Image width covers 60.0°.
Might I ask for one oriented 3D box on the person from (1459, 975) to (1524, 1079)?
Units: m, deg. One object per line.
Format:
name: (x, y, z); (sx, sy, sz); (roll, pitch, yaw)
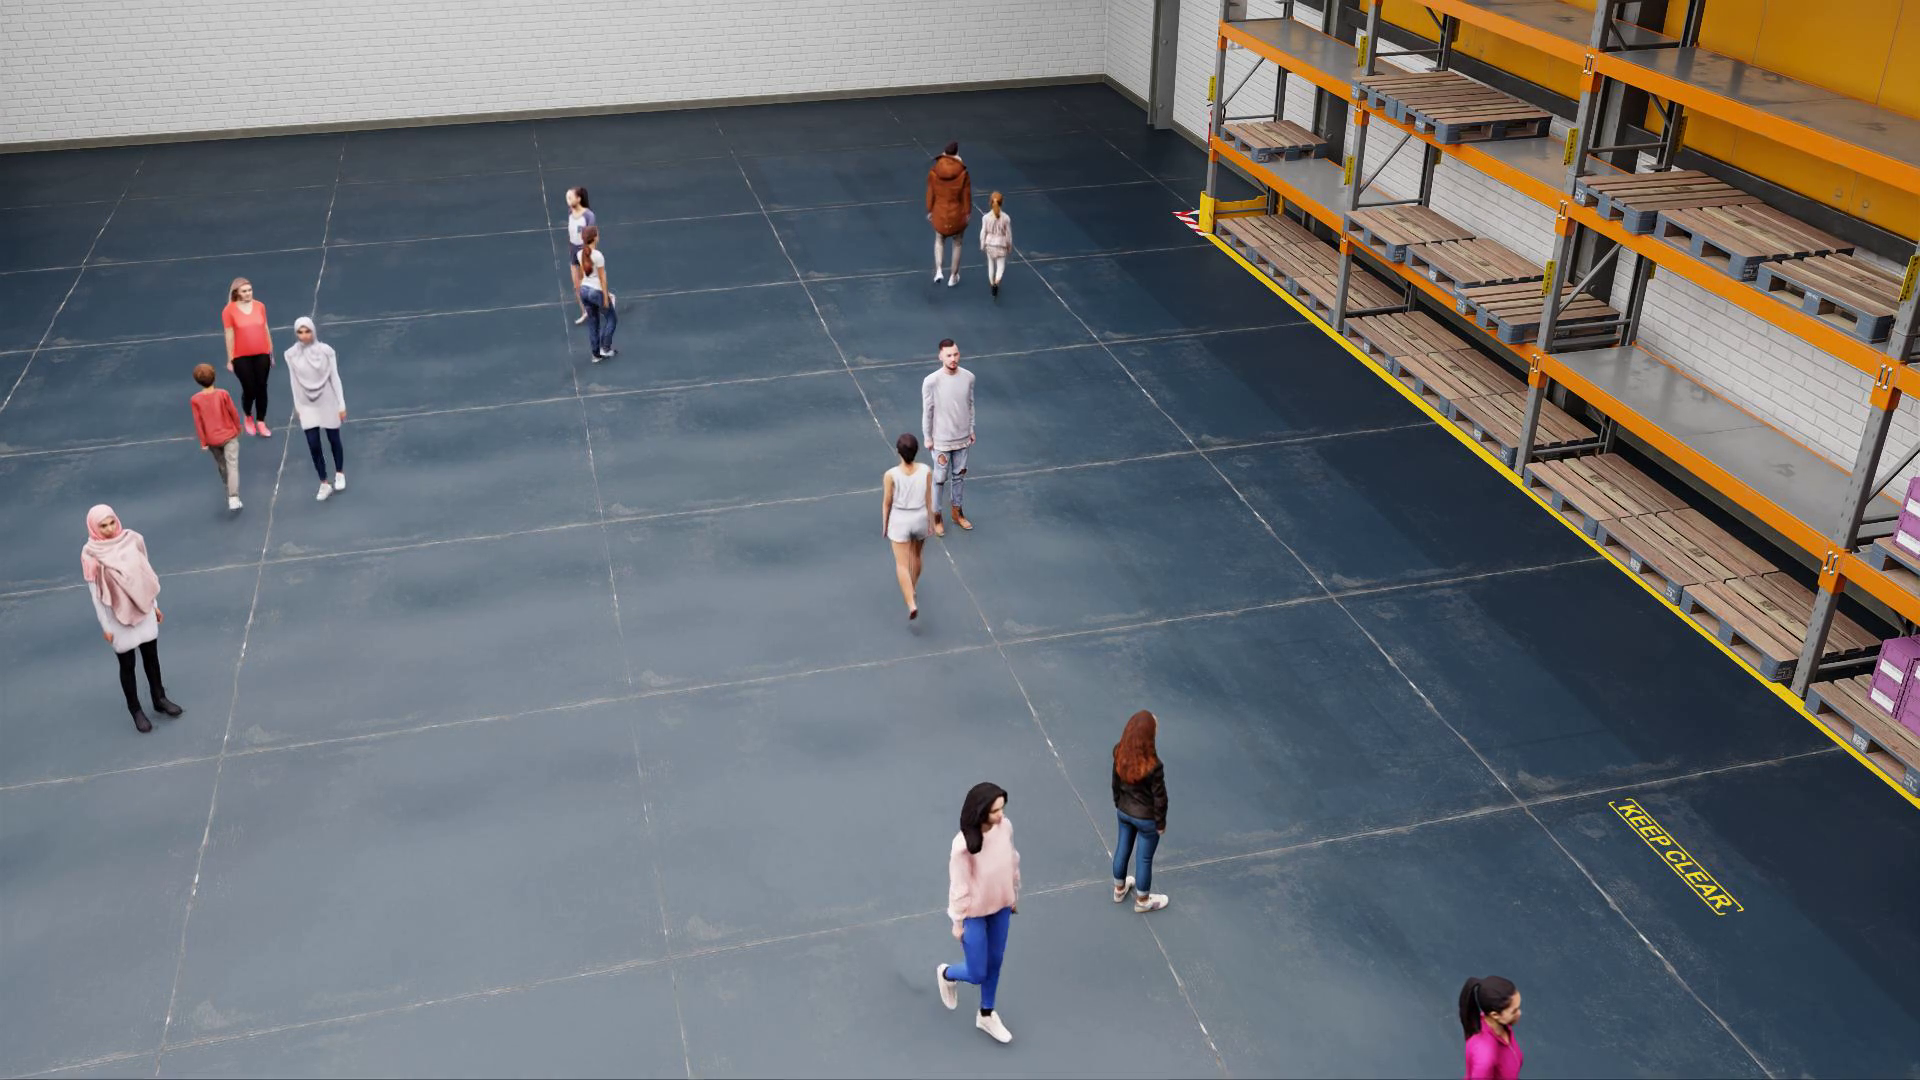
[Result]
person: (2.538, 2.823, 8.235); (0.744, 1.698, 0.671); (12, 31, 21)

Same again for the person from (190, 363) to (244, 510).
person: (-6.867, -0.934, 15.448); (0.509, 1.386, 0.943); (-7, 29, -13)

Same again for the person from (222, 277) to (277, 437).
person: (-7.217, -1.860, 16.844); (0.757, 1.675, 0.793); (-24, 36, -36)

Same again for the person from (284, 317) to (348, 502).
person: (-6.038, -1.298, 15.725); (0.666, 1.759, 0.795); (-5, 29, -9)

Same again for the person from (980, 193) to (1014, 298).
person: (0.442, -3.600, 20.427); (0.734, 1.297, 0.855); (5, 29, 8)

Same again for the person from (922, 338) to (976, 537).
person: (-0.095, -0.954, 15.010); (0.726, 1.840, 0.637); (-13, 31, -23)

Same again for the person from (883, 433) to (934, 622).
person: (-0.409, -0.097, 13.711); (0.558, 1.581, 0.975); (-7, 29, -13)

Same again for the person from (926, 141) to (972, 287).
person: (-0.146, -4.003, 20.613); (0.860, 1.827, 0.900); (4, 29, 8)

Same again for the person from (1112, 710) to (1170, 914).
person: (1.127, 1.705, 10.507); (0.604, 1.484, 0.700); (24, 37, 37)

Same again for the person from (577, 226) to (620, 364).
person: (-4.120, -2.725, 18.556); (0.674, 1.554, 0.733); (15, 32, 26)

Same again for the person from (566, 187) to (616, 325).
person: (-4.389, -3.369, 19.655); (0.852, 1.632, 0.898); (19, 34, 31)

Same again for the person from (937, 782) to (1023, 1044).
person: (0.074, 2.083, 9.526); (0.838, 1.761, 0.935); (-21, 35, -34)

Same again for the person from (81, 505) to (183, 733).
person: (-6.140, 0.555, 12.283); (0.772, 1.803, 0.725); (19, 34, 30)
